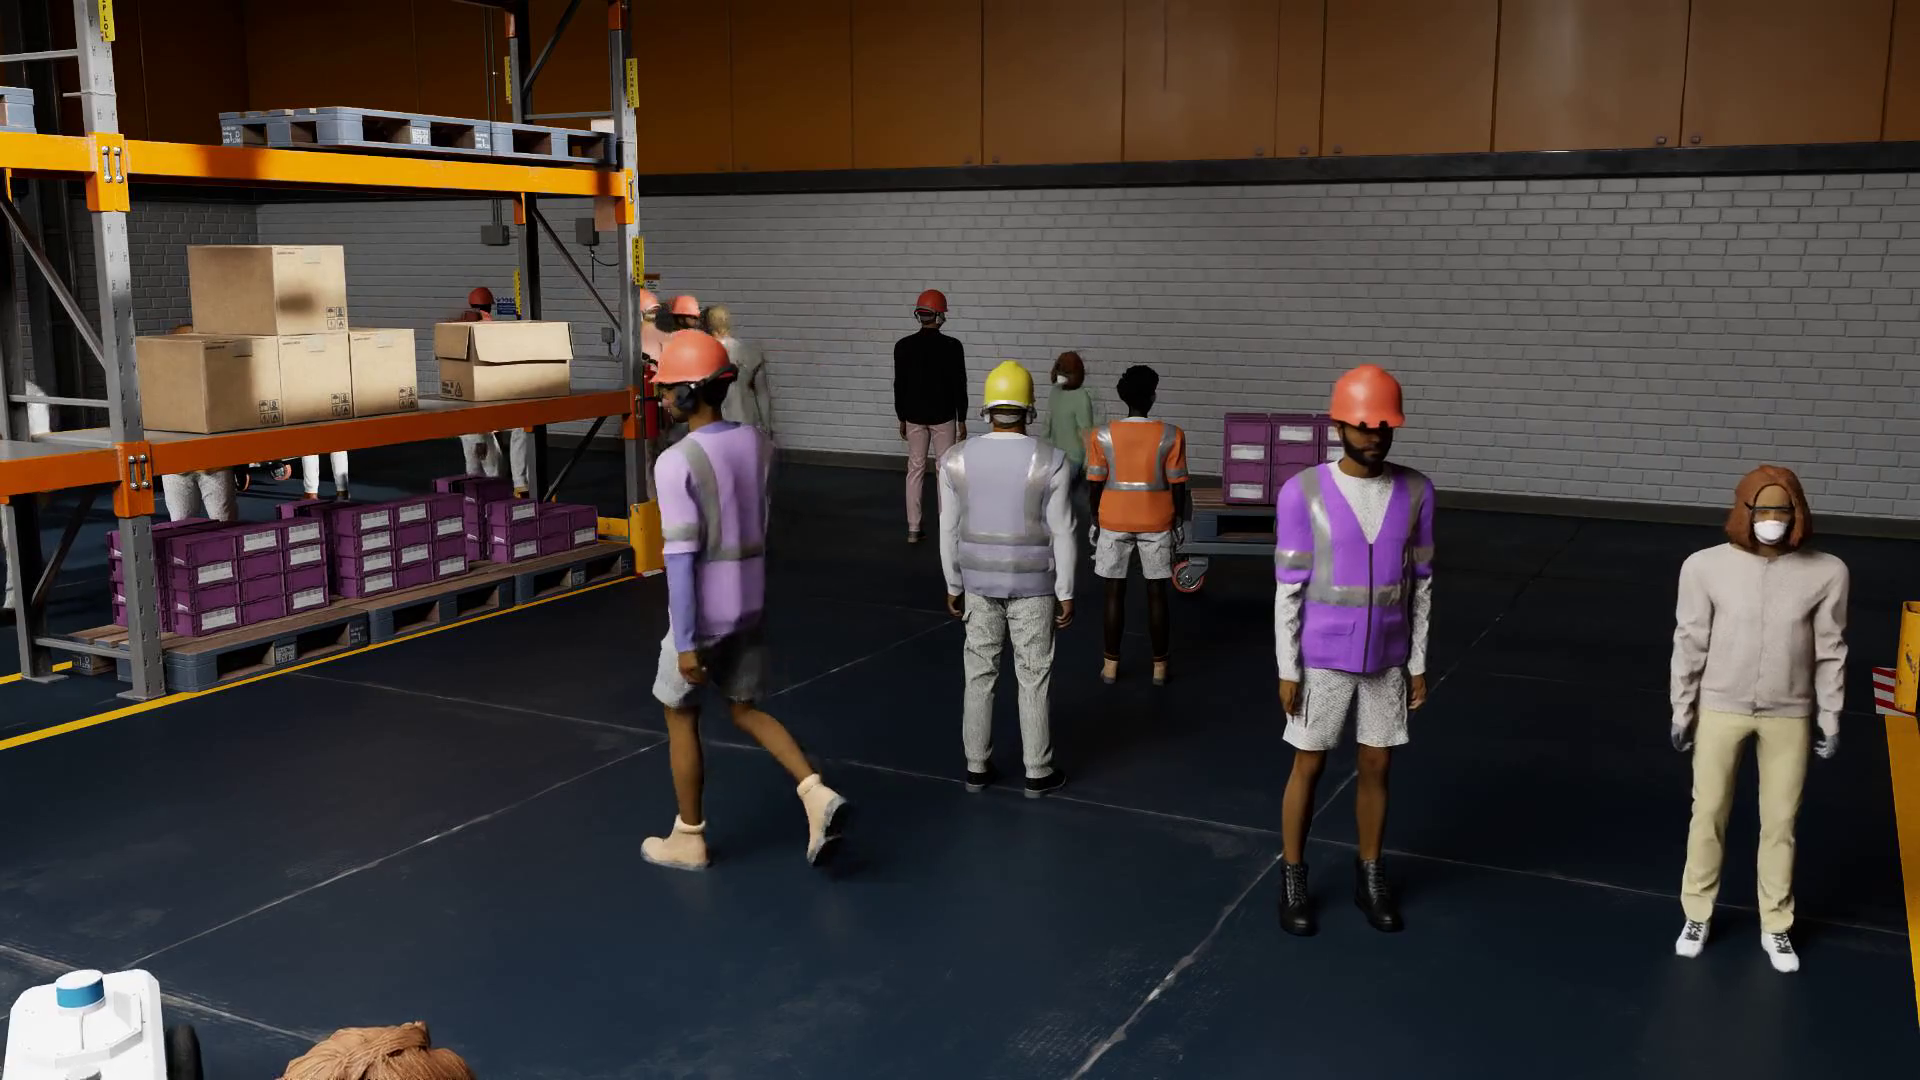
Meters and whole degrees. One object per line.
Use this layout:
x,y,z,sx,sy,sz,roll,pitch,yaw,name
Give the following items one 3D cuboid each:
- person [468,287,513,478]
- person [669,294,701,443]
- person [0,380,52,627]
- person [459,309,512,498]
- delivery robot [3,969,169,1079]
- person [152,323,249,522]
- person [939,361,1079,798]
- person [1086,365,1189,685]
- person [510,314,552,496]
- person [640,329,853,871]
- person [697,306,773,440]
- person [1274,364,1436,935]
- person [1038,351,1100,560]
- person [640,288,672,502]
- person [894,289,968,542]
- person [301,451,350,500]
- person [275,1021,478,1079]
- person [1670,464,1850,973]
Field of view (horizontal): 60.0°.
-4.797,-1.576,16.791,0.542,1.939,0.361,3,10,18,person
-2.516,-1.186,14.591,0.626,1.926,0.549,1,10,7,person
-5.901,-0.396,10.315,0.605,1.814,0.658,0,10,2,person
-3.679,-0.829,12.700,0.798,1.864,0.592,-4,11,-24,person
-2.096,1.279,3.997,0.477,0.478,0.707,-5,11,-27,delivery robot
-4.897,-0.471,10.708,0.626,1.836,0.428,-1,10,-6,person
0.216,0.169,6.983,0.599,1.836,0.404,4,10,20,person
0.935,-0.076,8.801,0.540,1.698,0.317,1,10,8,person
-4.046,-1.327,15.651,0.430,1.839,0.625,2,10,13,person
-0.812,0.252,5.991,0.791,2.018,0.624,6,12,33,person
-1.731,-0.817,12.537,0.735,1.871,1.018,-4,10,-21,person
1.313,0.380,5.516,0.547,1.927,0.409,-1,10,-7,person
0.829,-0.595,12.153,0.880,1.584,0.512,-3,10,-18,person
-2.554,-1.054,13.619,0.391,1.994,0.623,4,11,22,person
-0.220,-0.960,13.064,0.609,1.995,0.376,4,10,20,person
-5.899,-1.308,15.244,0.629,1.940,0.378,-5,11,-28,person
-0.501,1.218,1.502,0.507,1.632,0.274,4,11,24,person
2.534,0.564,5.314,0.511,1.624,0.286,3,10,17,person
